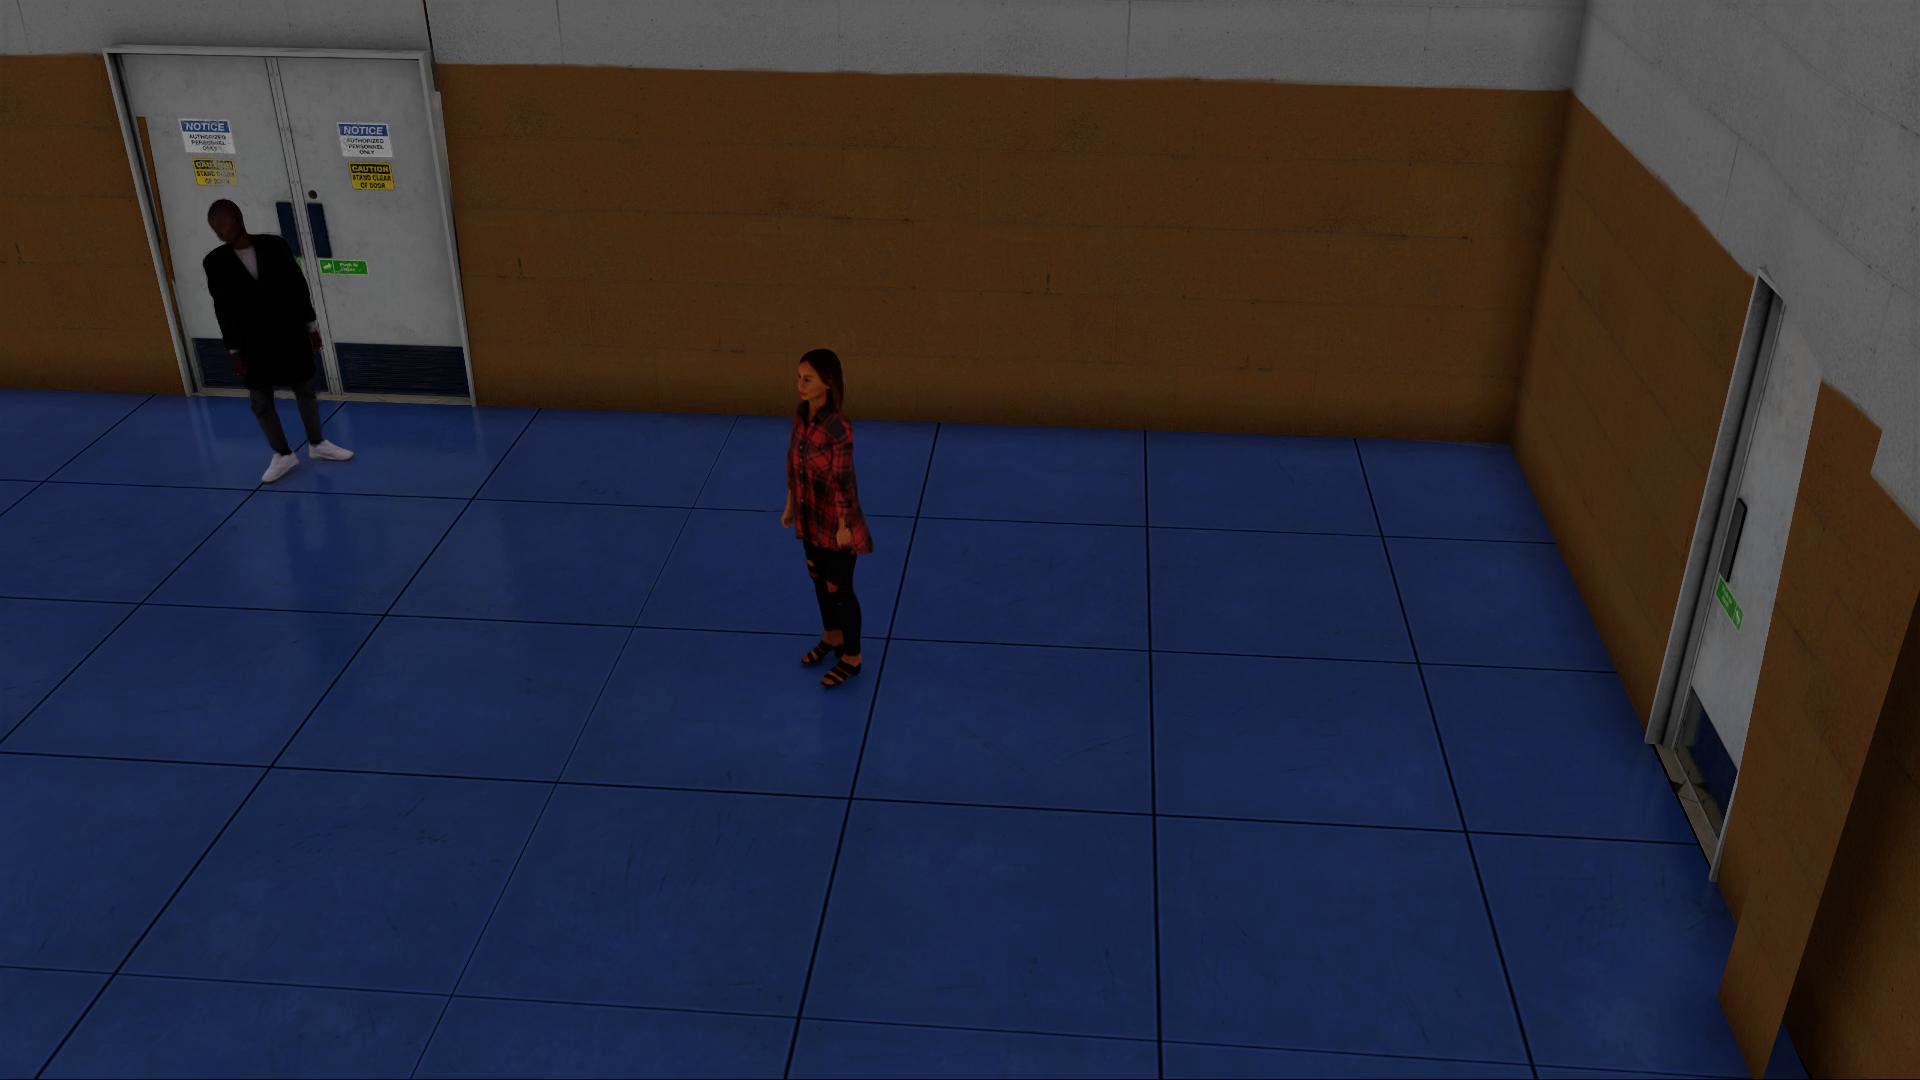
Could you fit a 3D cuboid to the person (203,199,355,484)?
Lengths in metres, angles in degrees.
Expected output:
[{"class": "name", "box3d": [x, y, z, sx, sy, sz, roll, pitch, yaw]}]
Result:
[{"class": "person", "box3d": [-4.038, -1.200, 9.822, 0.867, 1.732, 0.846, 24, 37, 37]}]

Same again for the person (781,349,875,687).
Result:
[{"class": "person", "box3d": [-0.611, -0.117, 7.873, 0.759, 1.700, 0.684, -19, 34, -31]}]
